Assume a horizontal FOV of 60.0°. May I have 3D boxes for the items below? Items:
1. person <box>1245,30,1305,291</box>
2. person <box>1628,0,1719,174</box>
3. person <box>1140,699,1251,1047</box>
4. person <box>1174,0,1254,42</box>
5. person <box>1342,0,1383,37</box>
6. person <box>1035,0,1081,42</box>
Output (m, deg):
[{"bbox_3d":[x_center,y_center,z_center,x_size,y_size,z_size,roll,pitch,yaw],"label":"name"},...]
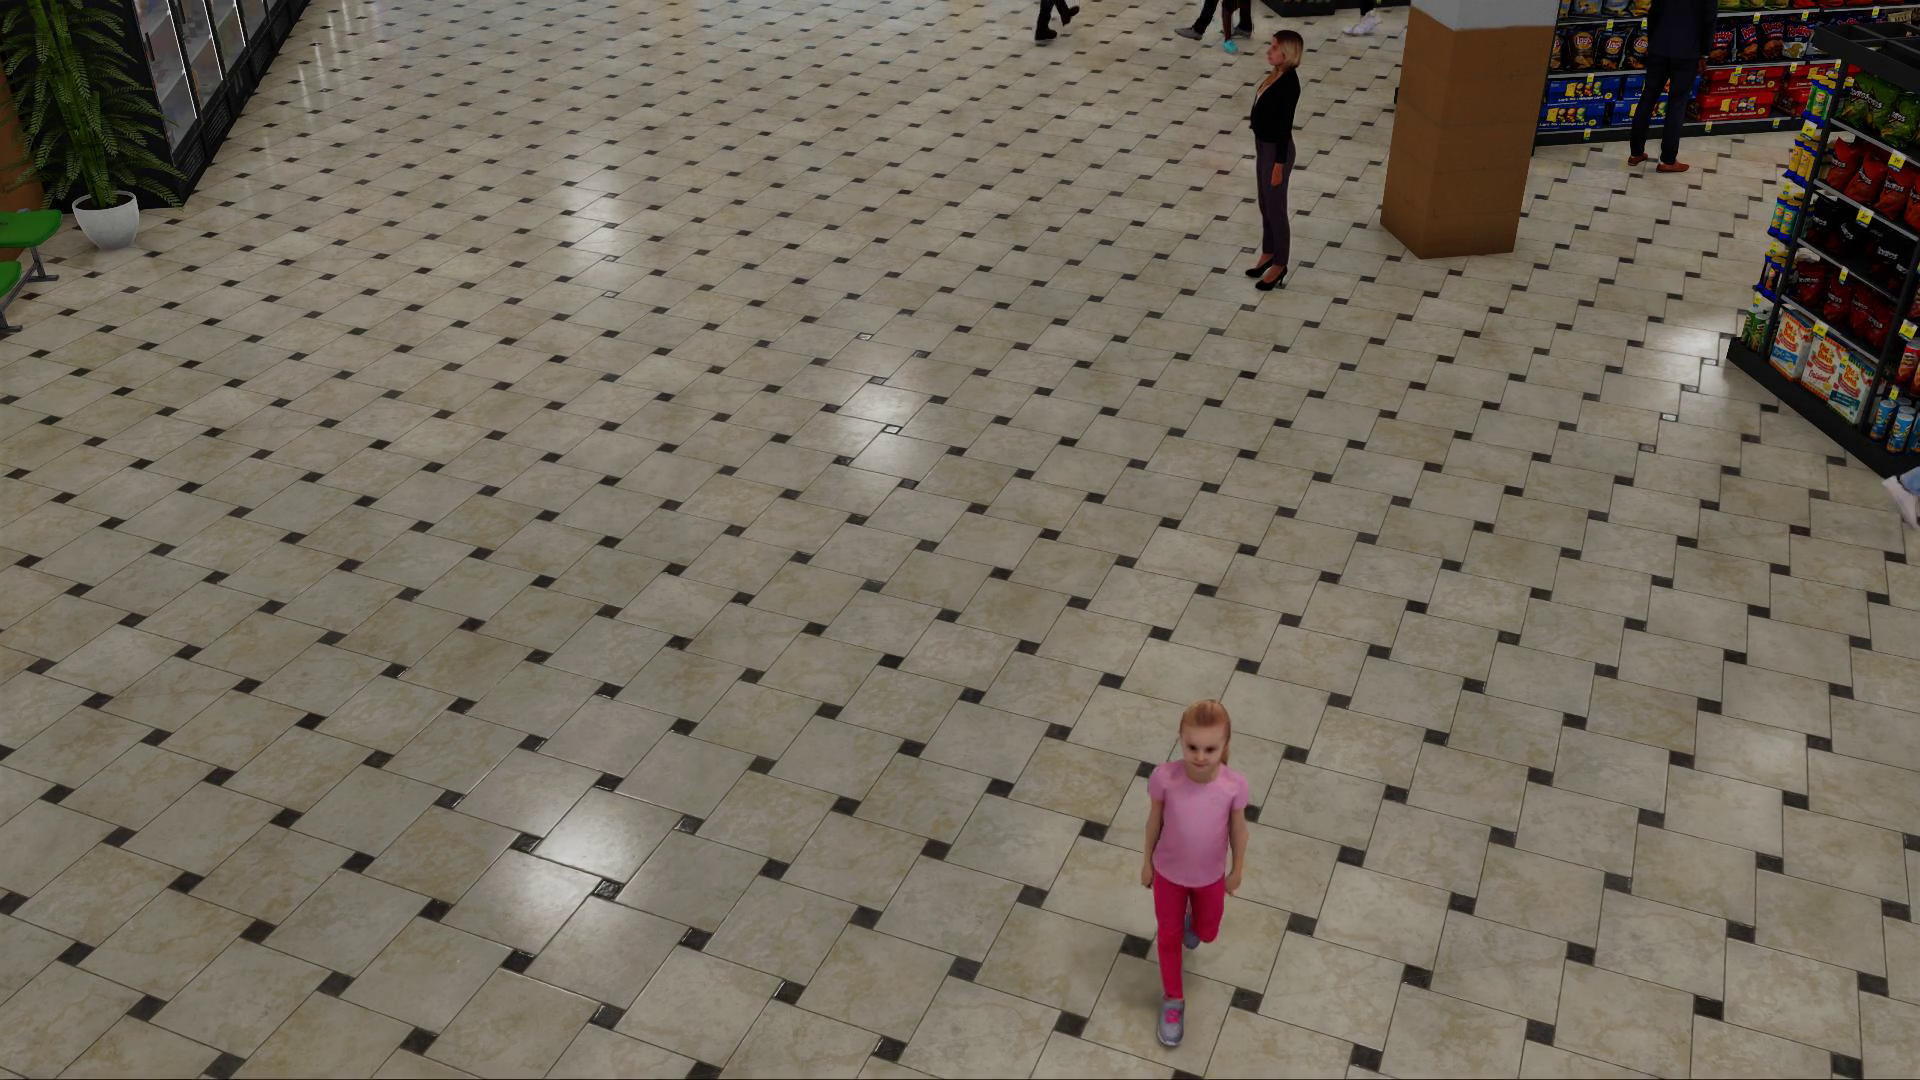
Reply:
[{"bbox_3d":[2.037,-2.432,10.674,0.575,1.666,0.608,-1,32,-2],"label":"person"},{"bbox_3d":[5.415,-3.704,12.569,0.782,1.824,0.786,-23,38,-32],"label":"person"},{"bbox_3d":[0.764,1.036,5.483,0.778,1.260,0.697,5,32,8],"label":"person"},{"bbox_3d":[2.652,-5.633,15.658,1.063,1.835,0.762,-2,32,-3],"label":"person"},{"bbox_3d":[3.983,-5.695,15.786,0.638,1.805,0.684,-7,33,-11],"label":"person"},{"bbox_3d":[0.857,-5.643,15.646,1.160,1.865,1.219,20,37,29],"label":"person"}]
